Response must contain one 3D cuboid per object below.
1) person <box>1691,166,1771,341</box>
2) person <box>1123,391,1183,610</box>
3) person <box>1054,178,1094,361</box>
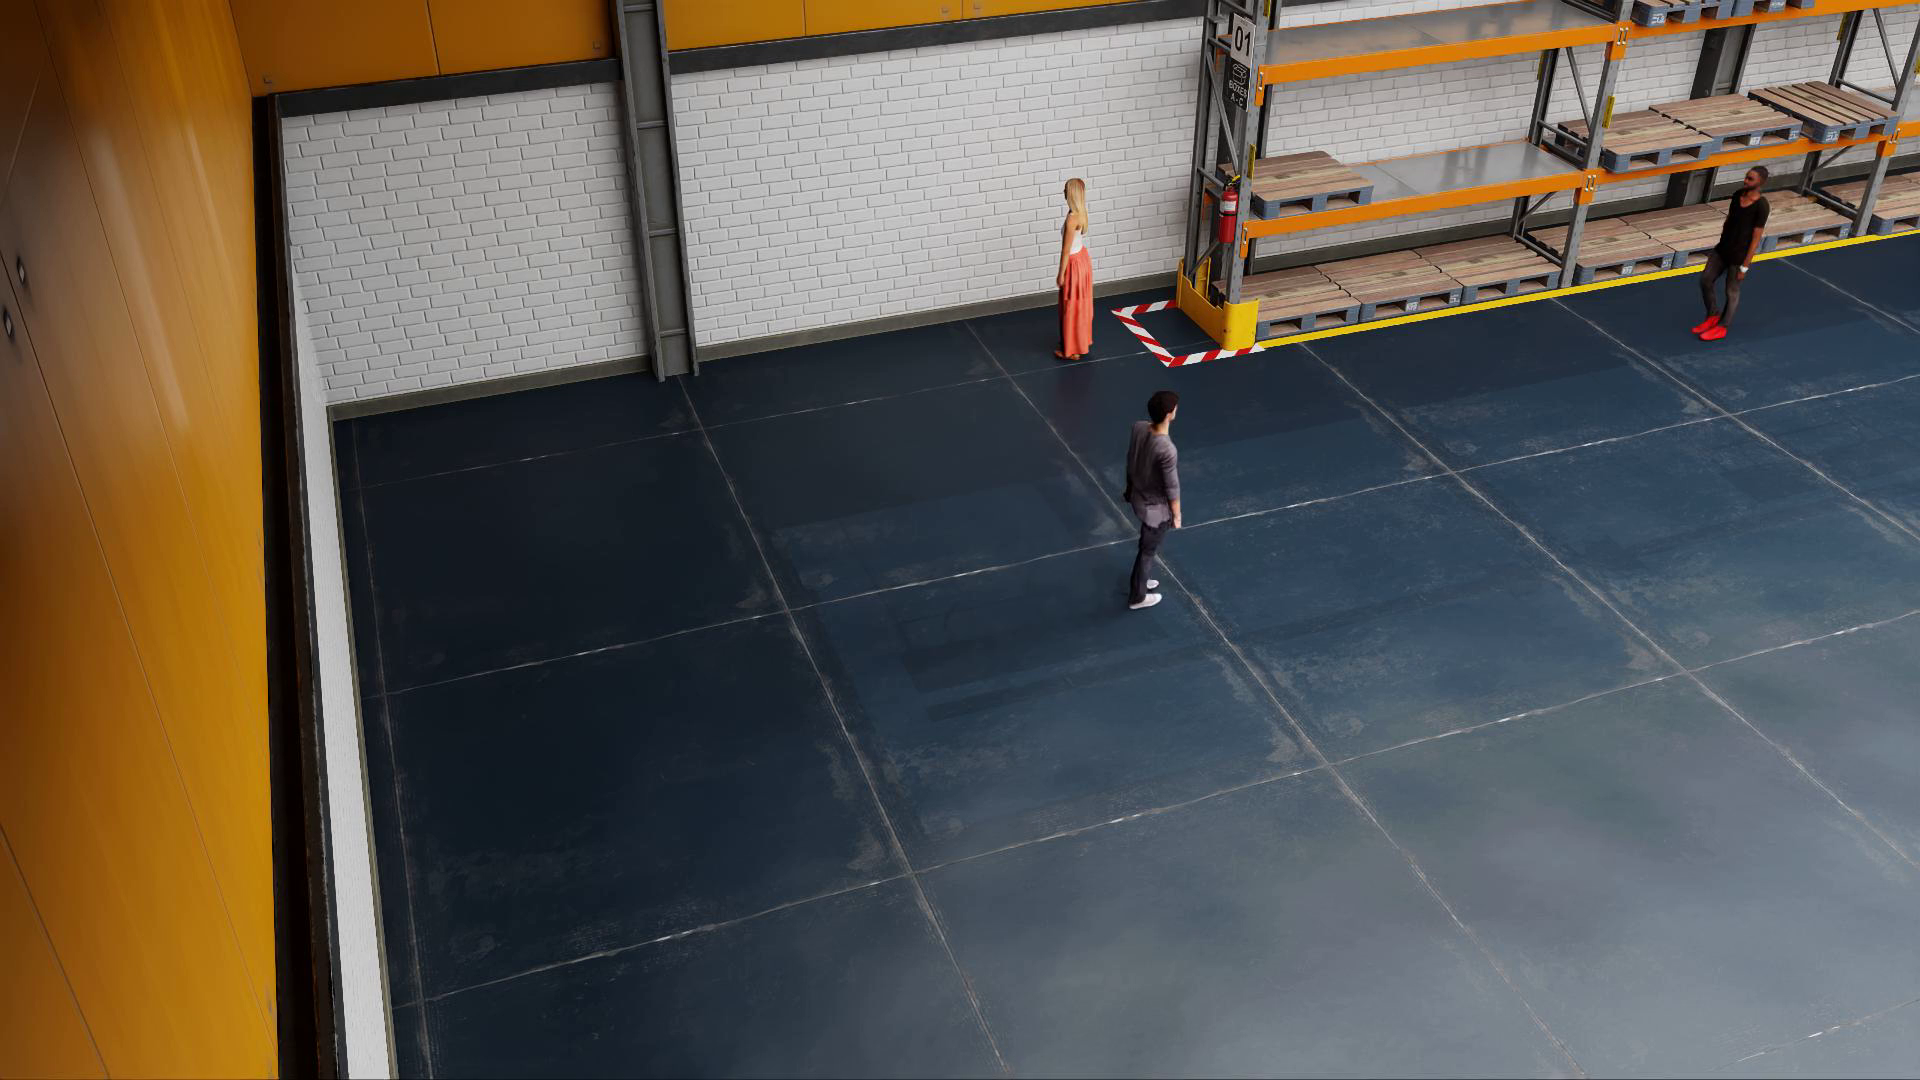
[{"bbox_3d":[7.639,-2.801,16.241,0.567,1.798,0.658,-11,35,-16],"label":"person"},{"bbox_3d":[1.355,-0.266,12.389,0.651,1.841,0.728,-14,36,-20],"label":"person"},{"bbox_3d":[1.100,-2.596,15.930,0.751,1.803,0.715,9,35,13],"label":"person"}]
